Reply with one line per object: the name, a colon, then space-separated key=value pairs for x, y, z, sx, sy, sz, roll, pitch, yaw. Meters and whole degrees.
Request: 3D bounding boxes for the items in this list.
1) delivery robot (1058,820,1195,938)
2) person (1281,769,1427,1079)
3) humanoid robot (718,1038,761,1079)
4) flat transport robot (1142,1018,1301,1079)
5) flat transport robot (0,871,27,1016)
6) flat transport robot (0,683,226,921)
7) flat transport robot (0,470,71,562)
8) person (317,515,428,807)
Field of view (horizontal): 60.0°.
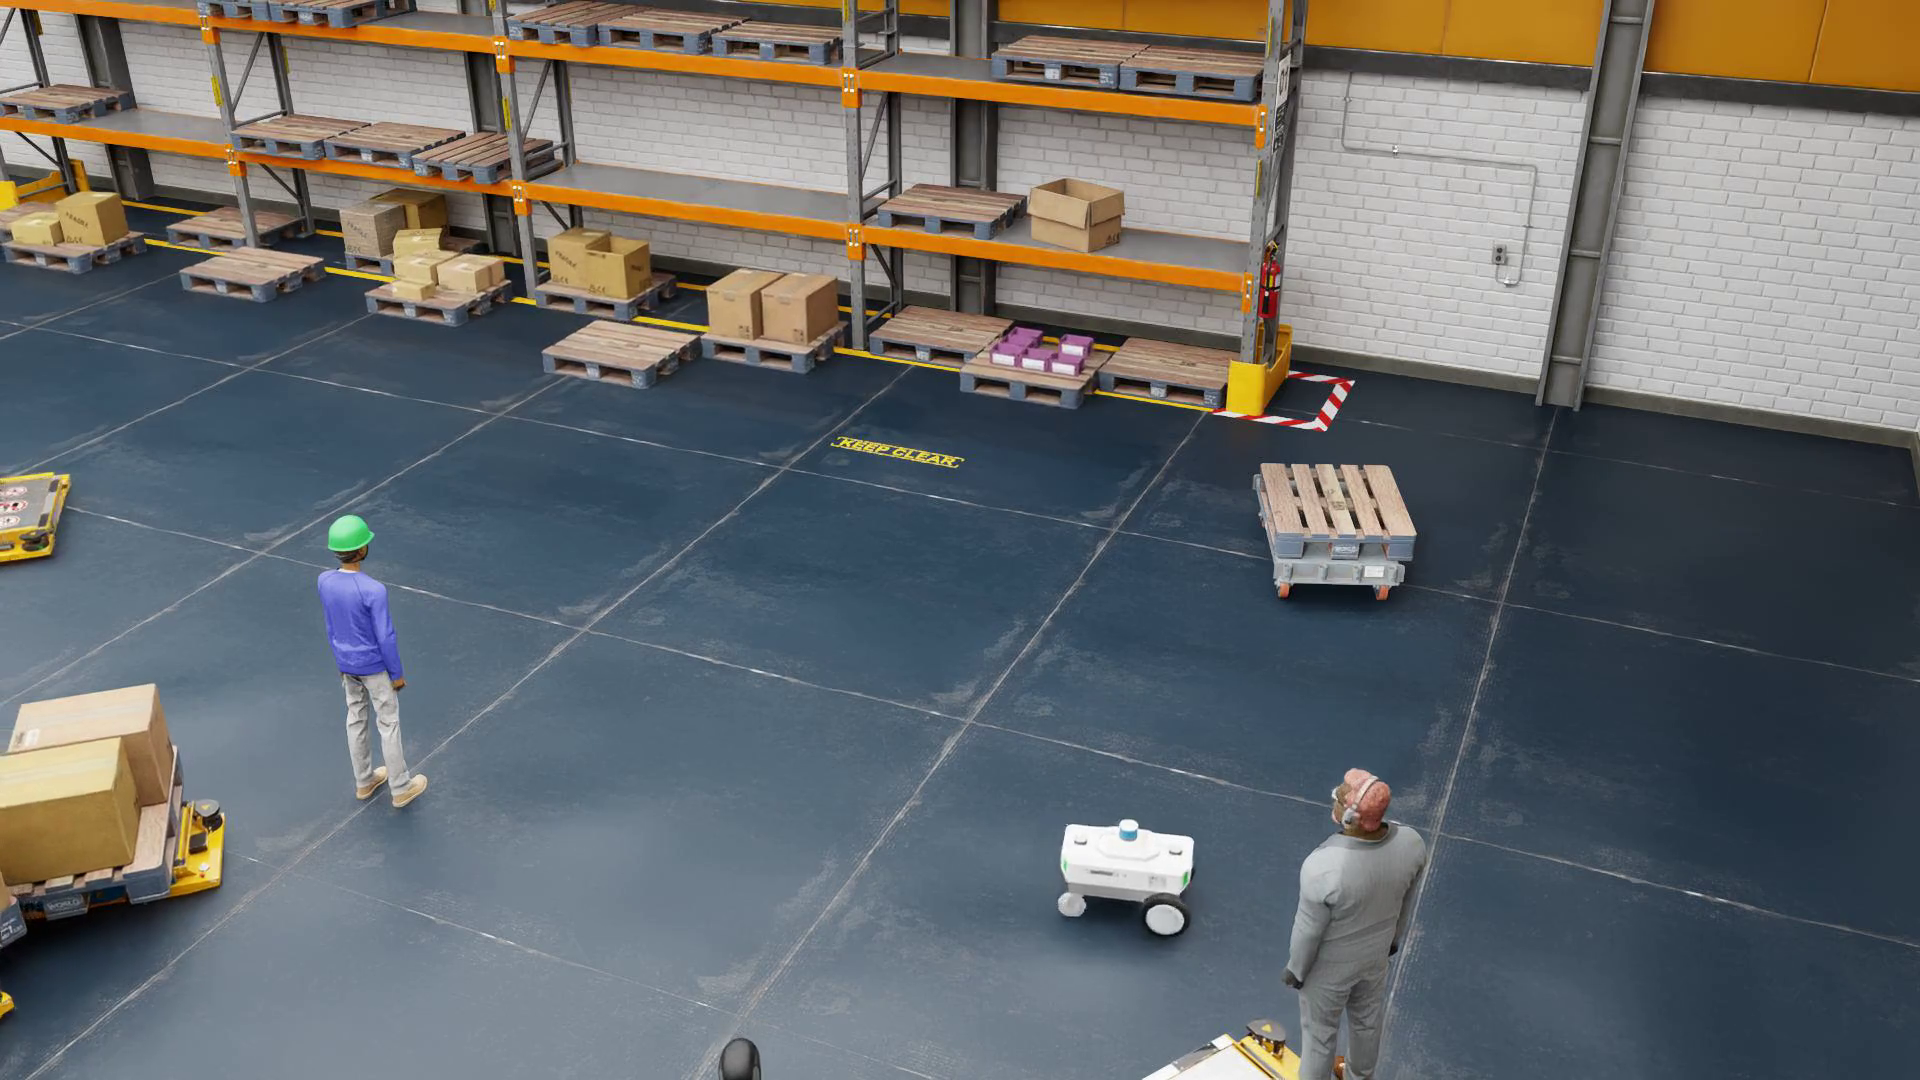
delivery robot: x=0.922 y=1.795 z=9.113 sx=0.756 sy=0.571 sz=0.499 roll=5 pitch=28 yaw=9
person: x=1.741 y=1.846 z=7.563 sx=0.642 sy=1.913 sz=0.414 roll=-12 pitch=30 yaw=-23
humanoid robot: x=-0.769 y=2.592 z=6.367 sx=0.598 sy=1.656 sz=0.375 roll=-5 pitch=28 yaw=-10
flat transport robot: x=1.102 y=2.725 z=7.647 sx=1.431 sy=0.231 sz=0.659 roll=-17 pitch=32 yaw=-30
flat transport robot: x=-5.594 y=2.270 z=8.530 sx=1.431 sy=0.231 sz=0.659 roll=16 pitch=31 yaw=28
flat transport robot: x=-4.930 y=1.841 z=9.362 sx=1.431 sy=0.231 sz=0.659 roll=-9 pitch=29 yaw=-17
flat transport robot: x=-7.574 y=-0.202 z=13.323 sx=0.659 sy=0.231 sz=1.431 roll=-9 pitch=29 yaw=-17
person: x=-3.488 y=0.713 z=9.818 sx=0.458 sy=1.865 sz=0.382 roll=9 pitch=29 yaw=17
